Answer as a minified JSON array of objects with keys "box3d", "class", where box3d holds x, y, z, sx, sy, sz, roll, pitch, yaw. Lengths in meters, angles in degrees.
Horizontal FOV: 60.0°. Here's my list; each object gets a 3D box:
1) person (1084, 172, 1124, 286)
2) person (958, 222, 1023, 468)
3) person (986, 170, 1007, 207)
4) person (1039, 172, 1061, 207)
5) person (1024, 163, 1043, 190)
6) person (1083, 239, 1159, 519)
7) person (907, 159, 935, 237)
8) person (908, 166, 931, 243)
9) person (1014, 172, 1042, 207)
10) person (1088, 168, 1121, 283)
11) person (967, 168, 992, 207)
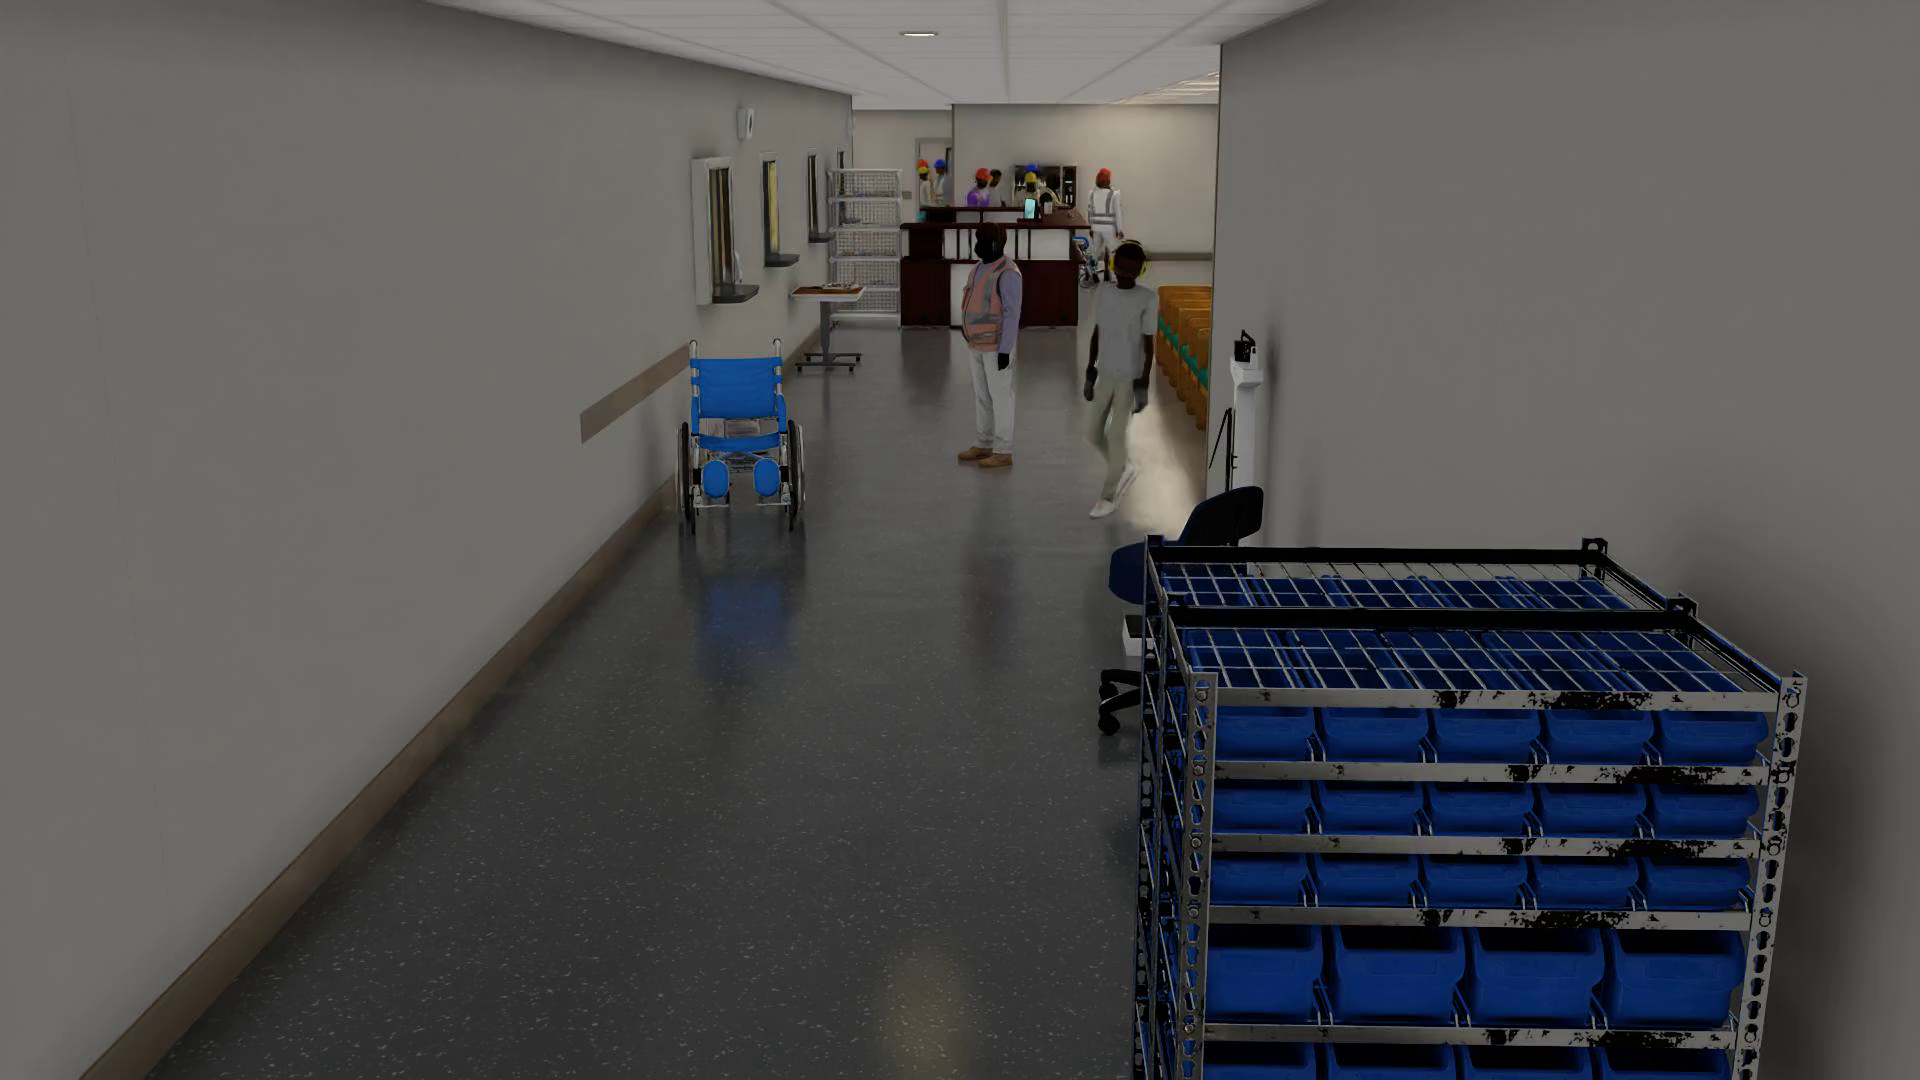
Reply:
[{"box3d":[2.353,-5.058,27.157,0.649,1.852,0.457,11,18,38],"class":"person"},{"box3d":[0.222,-1.479,12.640,0.429,1.846,0.625,-7,15,-26],"class":"person"},{"box3d":[0.626,-5.827,30.348,0.494,1.814,0.940,-11,17,-37],"class":"person"},{"box3d":[1.531,-5.282,28.112,0.432,1.832,0.626,4,15,17],"class":"person"},{"box3d":[1.359,-6.011,30.889,0.592,1.912,0.614,3,14,10],"class":"person"},{"box3d":[1.076,-1.062,10.964,0.552,1.837,0.502,11,18,38],"class":"person"},{"box3d":[-0.697,-7.935,38.847,1.023,1.865,0.540,-1,14,-5],"class":"person"},{"box3d":[-0.754,-7.652,37.945,0.866,1.730,0.526,-3,14,-11],"class":"person"},{"box3d":[1.221,-5.411,28.642,0.596,1.828,0.403,-2,14,-6],"class":"person"},{"box3d":[2.418,-5.265,27.882,0.545,1.911,0.512,-2,14,-8],"class":"person"},{"box3d":[0.265,-5.348,28.218,0.697,1.904,0.591,9,16,31],"class":"person"}]
